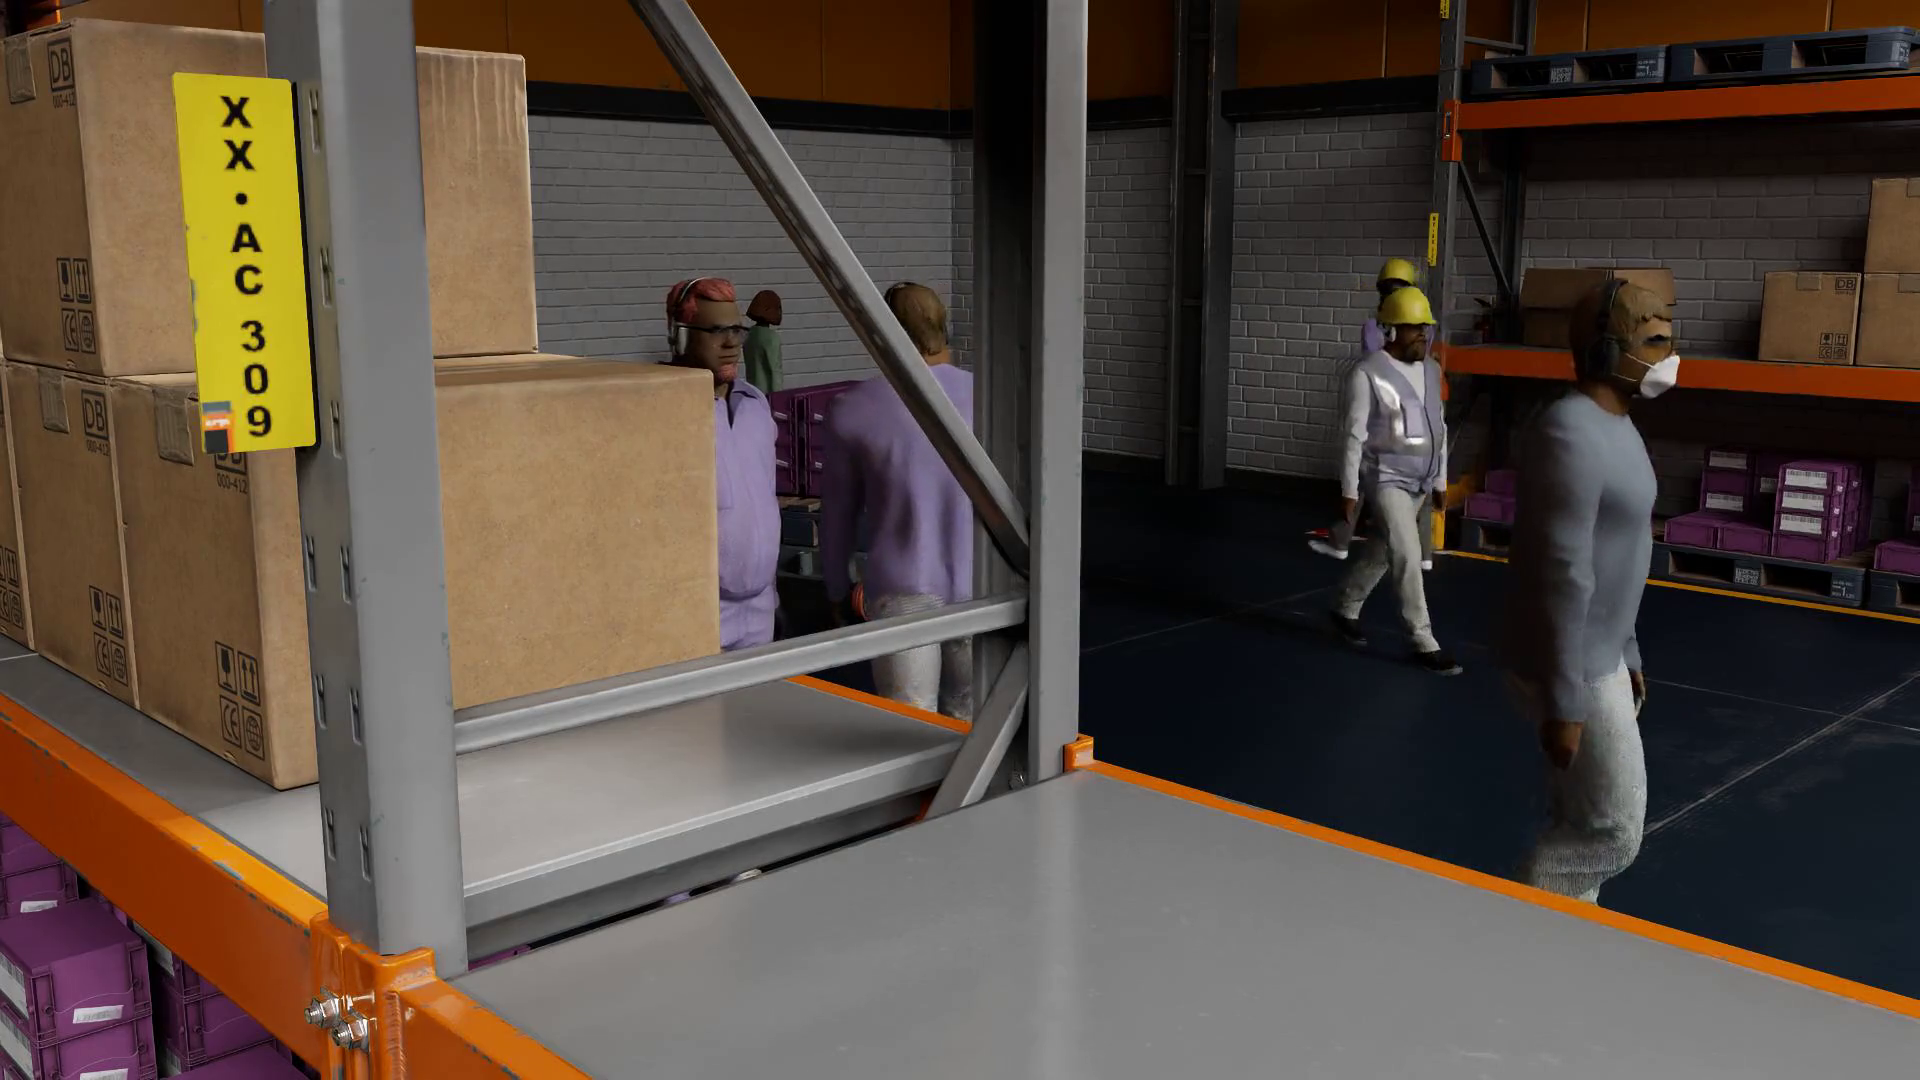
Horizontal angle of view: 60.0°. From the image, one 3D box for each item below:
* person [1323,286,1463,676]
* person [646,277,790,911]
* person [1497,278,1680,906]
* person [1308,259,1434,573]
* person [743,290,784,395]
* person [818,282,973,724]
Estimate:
[{"bbox_3d":[2.068,-0.310,7.929,0.604,1.791,0.908,-8,13,-36],"label":"person"},{"bbox_3d":[-0.715,0.203,4.805,0.407,1.905,0.655,7,12,32],"label":"person"},{"bbox_3d":[1.536,0.327,4.093,0.447,1.928,0.648,5,11,25],"label":"person"},{"bbox_3d":[2.581,-0.760,10.157,0.597,1.869,0.911,-6,12,-30],"label":"person"},{"bbox_3d":[-1.418,-1.001,12.136,0.273,1.627,0.502,-7,12,-32],"label":"person"},{"bbox_3d":[-0.108,0.166,5.086,0.636,1.874,0.999,-2,11,-11],"label":"person"}]
